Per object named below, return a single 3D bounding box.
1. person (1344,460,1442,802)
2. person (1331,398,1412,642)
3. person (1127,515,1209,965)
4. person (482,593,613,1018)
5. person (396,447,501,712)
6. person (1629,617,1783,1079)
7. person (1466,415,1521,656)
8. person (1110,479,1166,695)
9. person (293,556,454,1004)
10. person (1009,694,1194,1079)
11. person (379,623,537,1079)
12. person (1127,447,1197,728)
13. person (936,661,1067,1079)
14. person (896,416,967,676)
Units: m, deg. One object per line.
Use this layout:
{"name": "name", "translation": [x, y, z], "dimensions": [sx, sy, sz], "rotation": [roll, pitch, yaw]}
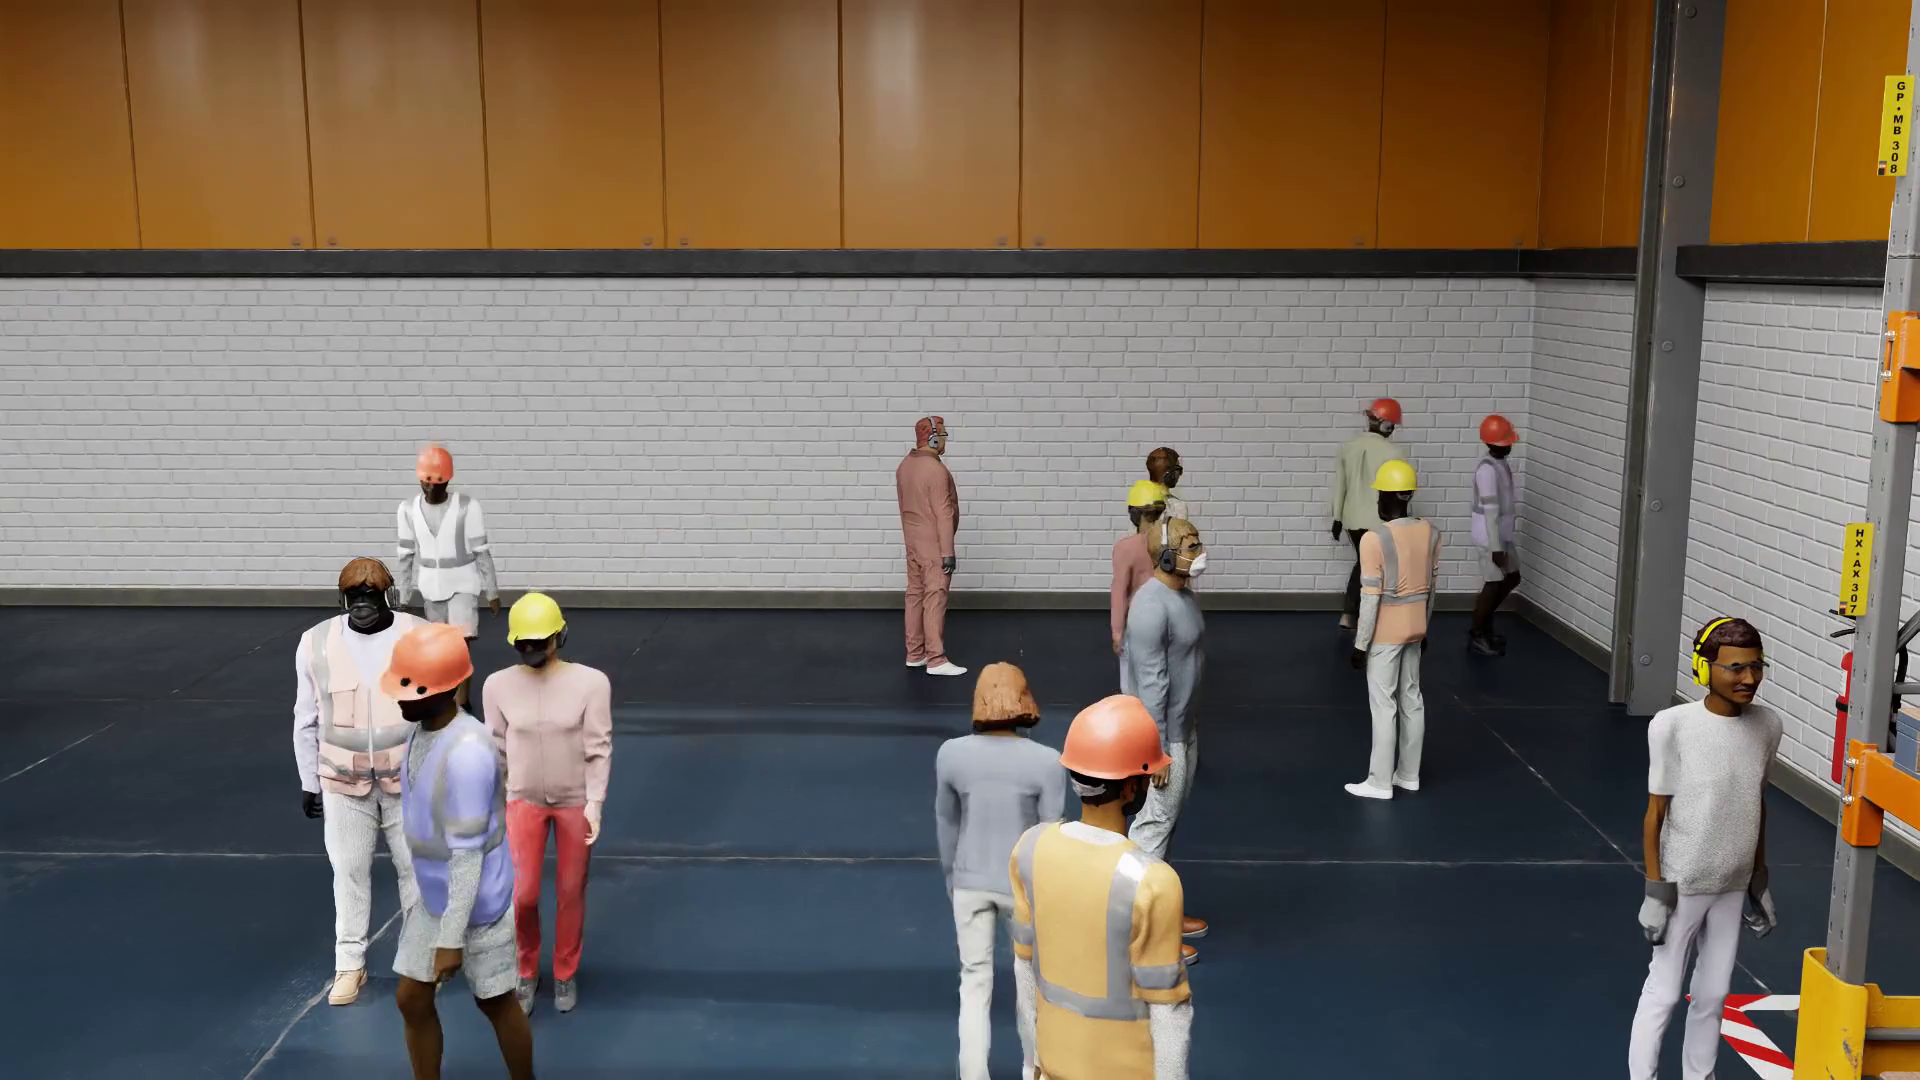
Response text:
{"name": "person", "translation": [2.429, 0.509, 9.361], "dimensions": [0.586, 1.928, 0.364], "rotation": [-7, 11, -34]}
{"name": "person", "translation": [3.286, -0.155, 13.253], "dimensions": [0.429, 1.953, 0.648], "rotation": [-8, 13, -41]}
{"name": "person", "translation": [0.911, 0.854, 7.262], "dimensions": [0.372, 1.940, 0.632], "rotation": [3, 10, 18]}
{"name": "person", "translation": [-1.633, 1.059, 6.627], "dimensions": [0.518, 1.743, 0.469], "rotation": [-1, 10, -8]}
{"name": "person", "translation": [-3.298, 0.327, 10.618], "dimensions": [0.646, 1.858, 1.016], "rotation": [1, 10, 4]}
{"name": "person", "translation": [2.520, 1.169, 5.582], "dimensions": [0.521, 1.873, 0.335], "rotation": [-2, 10, -14]}
{"name": "person", "translation": [4.083, -0.028, 12.716], "dimensions": [0.388, 1.886, 0.658], "rotation": [6, 11, 30]}
{"name": "person", "translation": [1.164, 0.524, 9.825], "dimensions": [0.533, 1.751, 0.617], "rotation": [-6, 11, -34]}
{"name": "person", "translation": [-2.388, 0.976, 6.819], "dimensions": [0.633, 1.843, 0.429], "rotation": [-2, 10, -14]}
{"name": "person", "translation": [0.381, 1.349, 4.301], "dimensions": [0.544, 1.939, 0.354], "rotation": [9, 13, 44]}
{"name": "person", "translation": [-1.683, 1.176, 5.466], "dimensions": [0.704, 1.891, 0.578], "rotation": [-8, 13, -41]}
{"name": "person", "translation": [1.297, 0.320, 10.744], "dimensions": [0.341, 1.846, 0.507], "rotation": [-8, 13, -41]}
{"name": "person", "translation": [0.153, 1.236, 5.957], "dimensions": [0.510, 1.599, 0.721], "rotation": [3, 10, 16]}
{"name": "person", "translation": [-0.205, 0.041, 12.229], "dimensions": [0.410, 1.909, 0.642], "rotation": [-6, 11, -30]}
